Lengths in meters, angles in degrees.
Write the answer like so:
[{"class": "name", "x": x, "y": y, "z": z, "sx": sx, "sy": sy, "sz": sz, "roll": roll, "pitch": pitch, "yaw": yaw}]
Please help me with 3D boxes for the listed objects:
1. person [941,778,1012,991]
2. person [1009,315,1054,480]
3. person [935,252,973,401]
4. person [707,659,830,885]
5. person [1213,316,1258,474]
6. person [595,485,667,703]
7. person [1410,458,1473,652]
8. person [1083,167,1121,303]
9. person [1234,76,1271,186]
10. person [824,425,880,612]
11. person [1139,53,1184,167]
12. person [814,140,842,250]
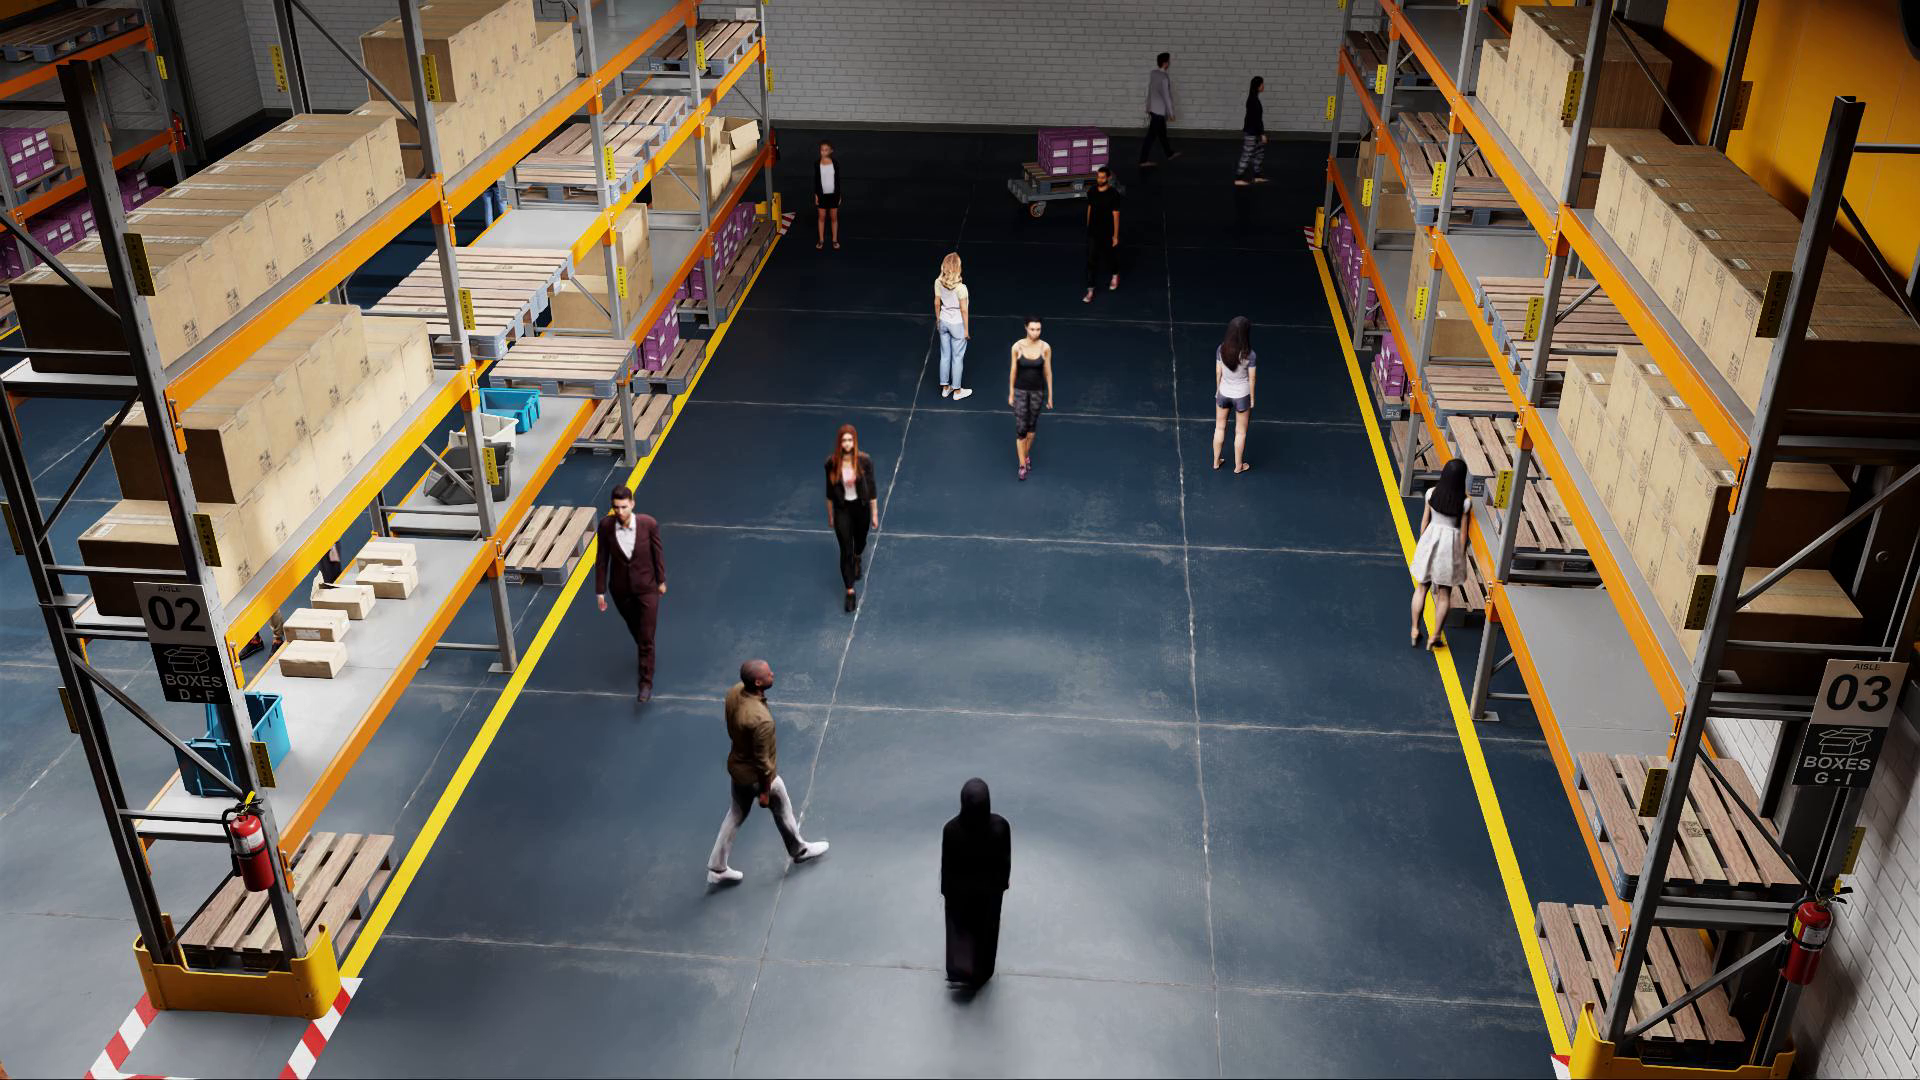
[{"class": "person", "x": 0.100, "y": 2.207, "z": 10.506, "sx": 0.622, "sy": 1.606, "sz": 0.775, "roll": 0, "pitch": 29, "yaw": 0}, {"class": "person", "x": 0.714, "y": -1.550, "z": 17.276, "sx": 0.682, "sy": 1.718, "sz": 0.864, "roll": -2, "pitch": 29, "yaw": -4}, {"class": "person", "x": -0.085, "y": -2.428, "z": 18.881, "sx": 0.711, "sy": 1.723, "sz": 0.725, "roll": 20, "pitch": 34, "yaw": 32}, {"class": "person", "x": -1.482, "y": 1.614, "z": 11.396, "sx": 1.216, "sy": 1.794, "sz": 1.208, "roll": -17, "pitch": 33, "yaw": -28}, {"class": "person", "x": 2.839, "y": -1.514, "z": 17.222, "sx": 0.674, "sy": 1.707, "sz": 0.672, "roll": 16, "pitch": 32, "yaw": 26}, {"class": "person", "x": -2.678, "y": 0.356, "z": 13.683, "sx": 0.790, "sy": 1.814, "sz": 1.217, "roll": -1, "pitch": 29, "yaw": -2}, {"class": "person", "x": 4.086, "y": 0.123, "z": 14.156, "sx": 0.753, "sy": 1.769, "sz": 0.771, "roll": 16, "pitch": 32, "yaw": 26}, {"class": "person", "x": 1.907, "y": -4.043, "z": 21.830, "sx": 0.918, "sy": 1.734, "sz": 1.235, "roll": 13, "pitch": 31, "yaw": 22}, {"class": "person", "x": 4.522, "y": -6.421, "z": 26.209, "sx": 0.679, "sy": 1.715, "sz": 0.730, "roll": 2, "pitch": 29, "yaw": 3}, {"class": "person", "x": -0.967, "y": -0.291, "z": 15.004, "sx": 0.747, "sy": 1.684, "sz": 1.164, "roll": -3, "pitch": 29, "yaw": -5}, {"class": "person", "x": 3.146, "y": -7.000, "z": 27.167, "sx": 1.030, "sy": 1.814, "sz": 1.132, "roll": -9, "pitch": 30, "yaw": -16}, {"class": "person", "x": -1.881, "y": -4.922, "z": 23.629, "sx": 0.559, "sy": 1.554, "sz": 0.561, "roll": -1, "pitch": 29, "yaw": -2}]
